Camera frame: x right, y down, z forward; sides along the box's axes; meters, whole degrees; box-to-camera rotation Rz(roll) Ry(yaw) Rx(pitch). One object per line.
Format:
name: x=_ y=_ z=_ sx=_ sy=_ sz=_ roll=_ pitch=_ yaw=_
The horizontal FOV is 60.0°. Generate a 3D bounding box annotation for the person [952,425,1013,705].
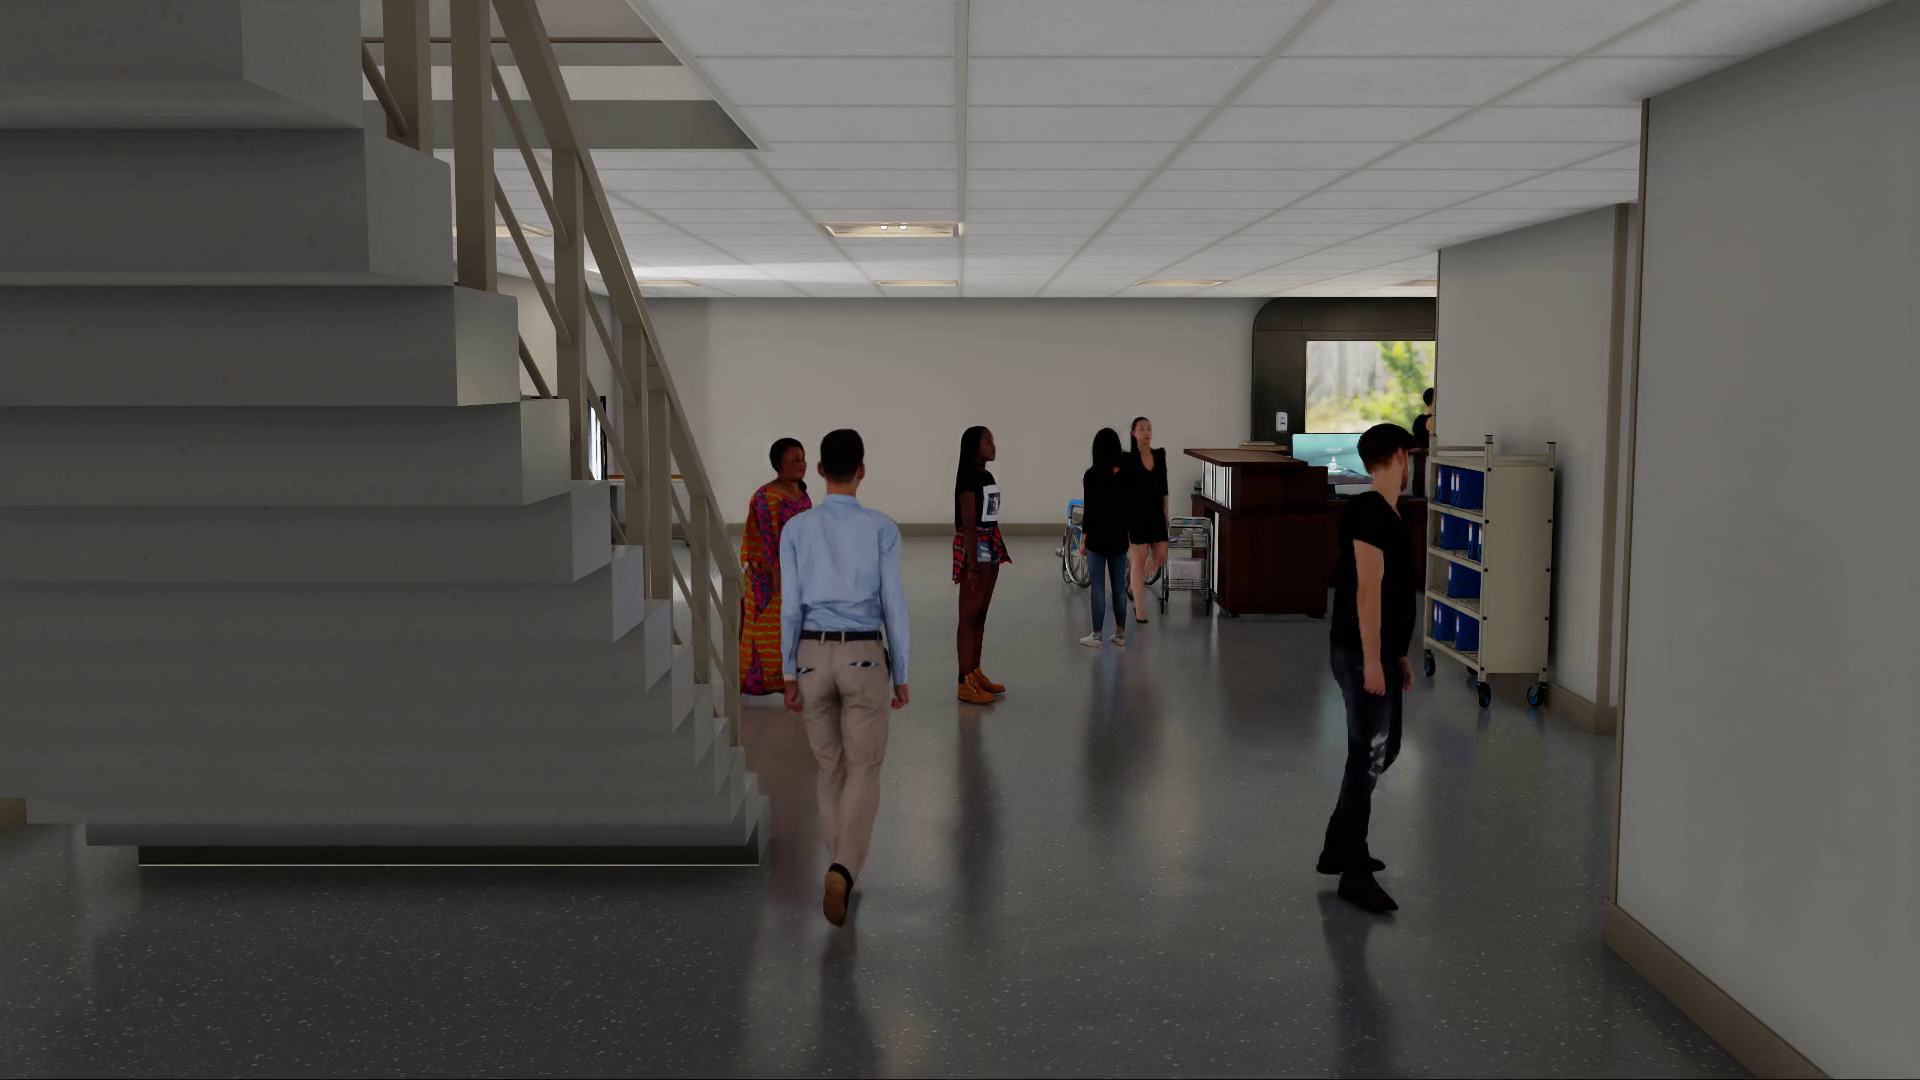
person: x=0.102 y=0.139 z=10.488 sx=0.728 sy=1.729 sz=0.617 roll=2 pitch=6 yaw=15

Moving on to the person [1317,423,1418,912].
person: x=1.582 y=0.484 z=6.439 sx=0.896 sy=1.853 sz=0.726 roll=4 pitch=7 yaw=38

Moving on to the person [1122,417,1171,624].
person: x=1.479 y=-0.162 z=13.693 sx=0.758 sy=1.686 sz=0.846 roll=-3 pitch=6 yaw=-24

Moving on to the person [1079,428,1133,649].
person: x=1.104 y=-0.025 z=12.528 sx=0.644 sy=1.647 sz=0.632 roll=-2 pitch=6 yaw=-22

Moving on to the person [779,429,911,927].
person: x=-0.458 y=0.523 z=6.268 sx=0.697 sy=1.809 sz=1.181 roll=0 pitch=6 yaw=5

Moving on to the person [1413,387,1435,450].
person: x=5.305 y=-0.790 z=19.187 sx=0.986 sy=1.836 sz=1.204 roll=-2 pitch=6 yaw=-15
